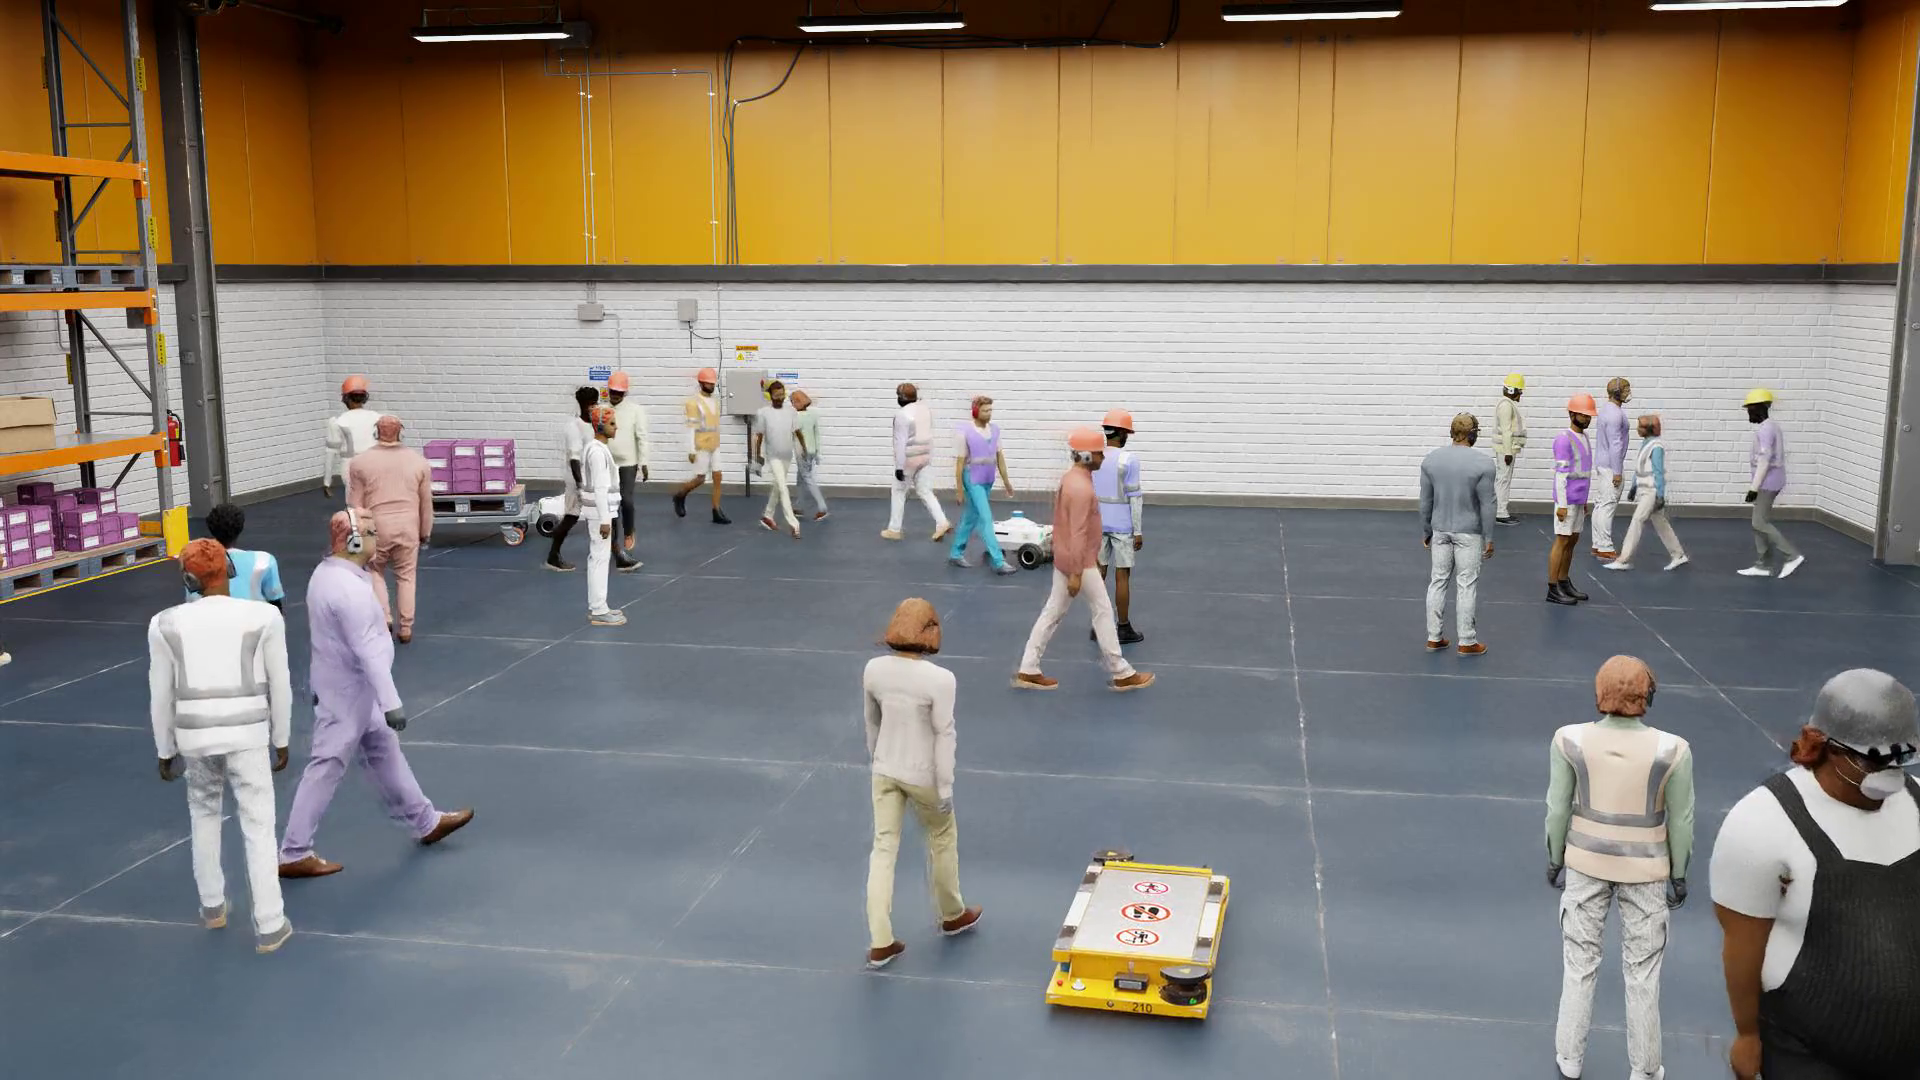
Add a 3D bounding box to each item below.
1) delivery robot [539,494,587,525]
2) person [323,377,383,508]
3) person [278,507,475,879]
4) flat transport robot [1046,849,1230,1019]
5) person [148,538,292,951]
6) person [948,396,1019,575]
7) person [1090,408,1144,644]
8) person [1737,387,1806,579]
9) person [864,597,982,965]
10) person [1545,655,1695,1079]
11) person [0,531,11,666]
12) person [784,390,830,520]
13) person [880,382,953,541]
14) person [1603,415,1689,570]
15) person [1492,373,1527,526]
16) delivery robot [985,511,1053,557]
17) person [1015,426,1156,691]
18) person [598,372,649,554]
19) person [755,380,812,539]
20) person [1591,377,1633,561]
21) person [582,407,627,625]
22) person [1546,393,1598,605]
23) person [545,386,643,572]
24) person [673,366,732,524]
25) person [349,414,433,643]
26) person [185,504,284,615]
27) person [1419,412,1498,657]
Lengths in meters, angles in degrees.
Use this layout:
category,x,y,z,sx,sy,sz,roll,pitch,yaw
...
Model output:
category,x,y,z,sx,sy,sz,roll,pitch,yaw
delivery robot,-4.485,-0.377,19.213,0.707,0.478,0.477,-1,9,-4
person,-6.078,-0.645,16.739,0.637,1.976,1.078,-9,13,-43
person,-3.033,0.758,8.465,1.032,1.849,0.670,-5,10,-28
flat transport robot,0.826,1.716,7.399,0.652,0.197,1.431,2,9,13
person,-3.345,0.911,7.561,0.589,1.846,0.685,-2,9,-13
person,0.220,-0.558,16.798,0.977,1.791,0.591,7,12,37
person,1.267,-0.113,13.625,0.542,1.927,0.374,7,11,37
person,8.005,-0.553,16.451,0.615,1.894,0.608,4,10,24
person,-0.176,1.041,7.438,0.522,1.598,0.774,6,11,32
person,2.431,1.232,6.167,0.513,1.640,0.311,5,10,26
person,-7.587,0.079,12.686,0.507,1.846,0.345,-3,10,-18
person,-1.889,-1.046,20.420,0.799,1.597,0.499,5,10,28
person,-0.486,-0.875,18.770,0.866,1.806,0.659,7,12,38
person,7.035,-0.475,16.873,0.833,1.601,0.531,2,9,11
person,6.608,-1.093,20.026,0.403,1.824,0.586,2,9,15
delivery robot,0.598,-0.054,17.211,0.707,0.478,0.477,4,10,26
person,0.872,0.146,11.989,1.018,1.947,0.621,-2,9,-10
person,-3.678,-0.811,17.785,0.691,1.977,0.425,1,9,8
person,-2.068,-0.948,19.215,0.611,1.810,1.005,-6,11,-31
person,6.879,-0.750,17.542,0.372,1.940,0.630,2,9,11
person,-3.087,-0.209,14.356,0.349,1.882,0.577,-2,9,-14
person,5.630,-0.378,15.238,0.364,1.933,0.551,8,12,40
person,-3.762,-0.599,16.736,1.031,1.898,0.630,2,9,15
person,-3.119,-1.145,20.081,0.748,1.918,0.549,6,11,34
person,-4.646,-0.088,13.589,0.670,1.883,0.450,-5,10,-27
person,-4.363,0.600,10.056,0.536,1.651,0.887,-3,10,-19
person,3.940,-0.047,13.174,0.634,1.937,0.355,9,13,44
